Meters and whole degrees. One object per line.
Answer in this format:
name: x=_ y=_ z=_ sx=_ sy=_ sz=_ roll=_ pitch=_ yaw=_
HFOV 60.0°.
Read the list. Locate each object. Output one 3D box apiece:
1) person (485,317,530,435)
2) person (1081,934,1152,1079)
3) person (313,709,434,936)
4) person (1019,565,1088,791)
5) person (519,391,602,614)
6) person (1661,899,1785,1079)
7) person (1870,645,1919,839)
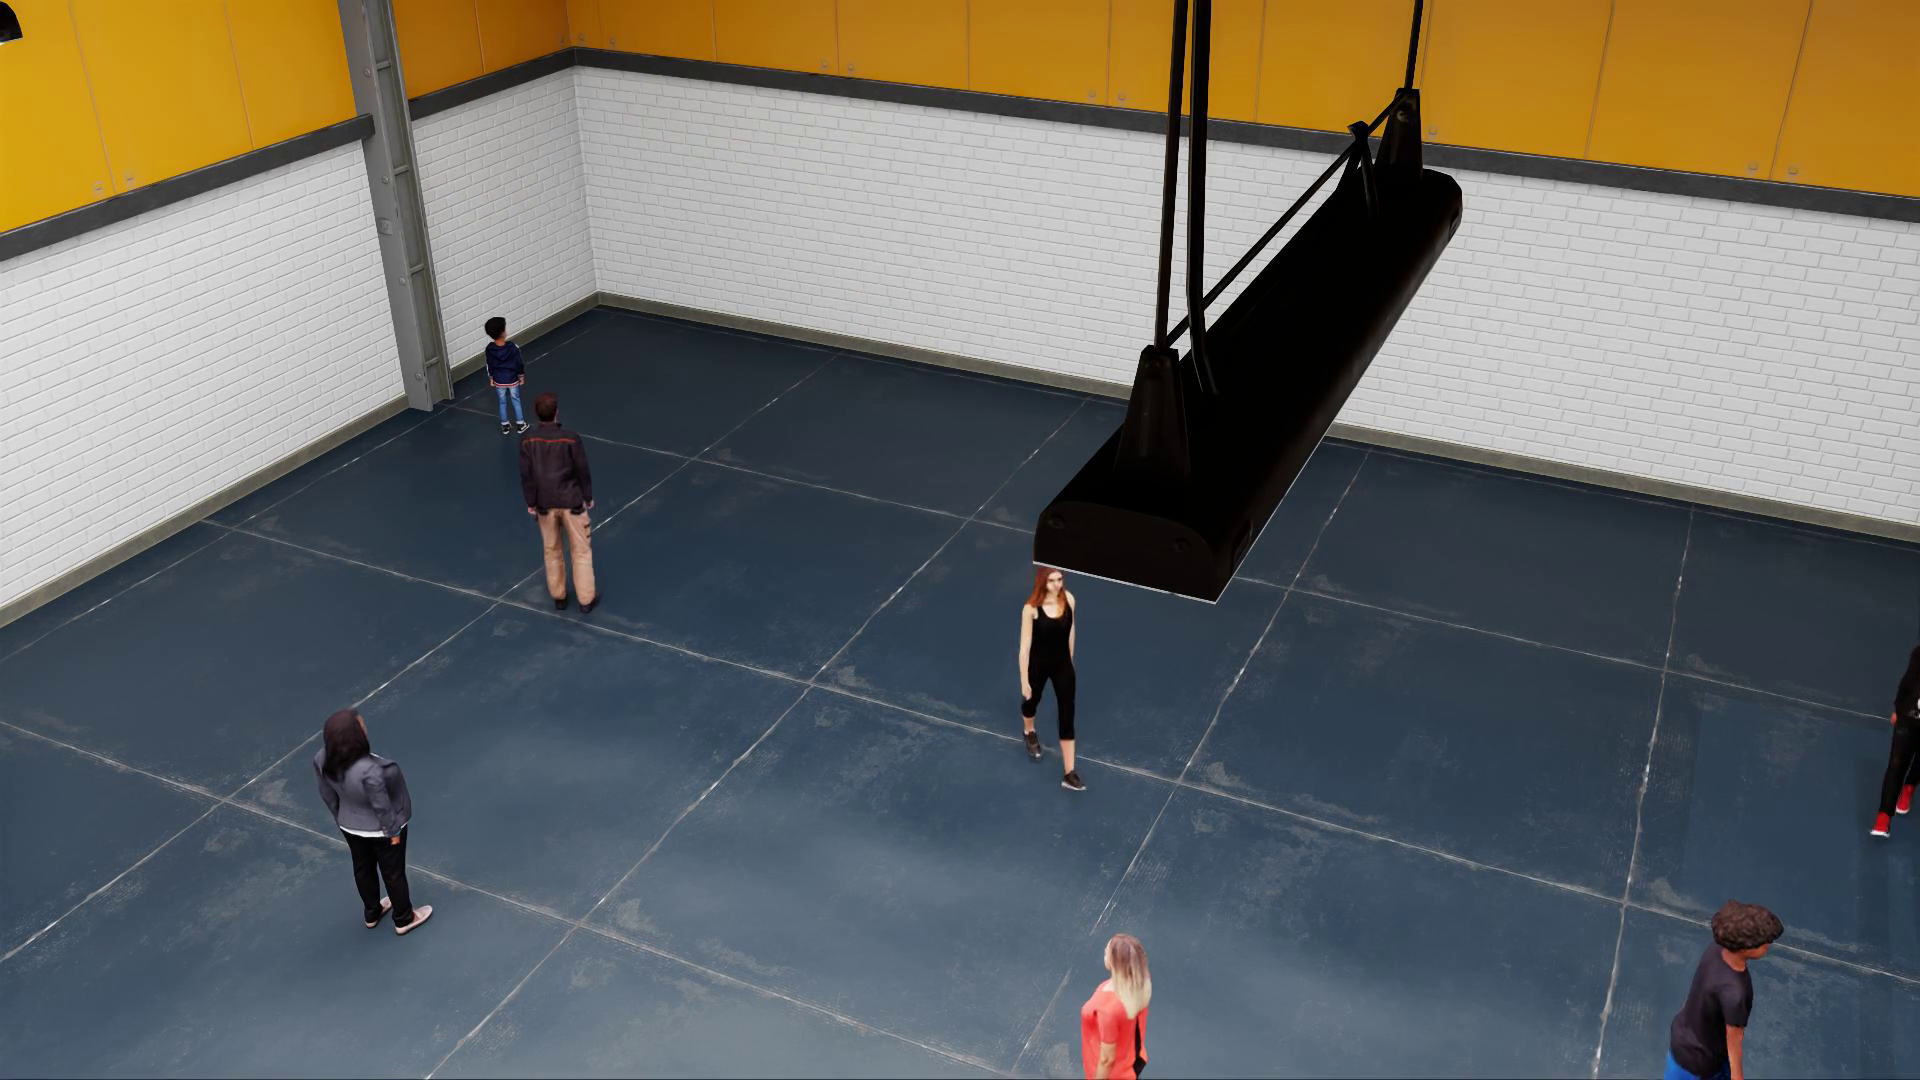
person: x=-4.553 y=-1.648 z=16.642 sx=0.588 sy=1.224 sz=0.608 roll=-2 pitch=29 yaw=-3
person: x=0.787 y=2.640 z=8.292 sx=0.666 sy=1.694 sz=0.484 roll=16 pitch=32 yaw=26
person: x=-3.582 y=1.706 z=10.099 sx=0.658 sy=1.602 sz=0.647 roll=12 pitch=31 yaw=20
person: x=0.577 y=0.856 z=11.574 sx=1.088 sy=1.681 sz=1.166 roll=-9 pitch=30 yaw=-16
person: x=-3.229 y=-0.296 z=13.431 sx=0.810 sy=1.926 sz=0.811 roll=-2 pitch=29 yaw=-4
person: x=3.656 y=2.535 z=8.396 sx=0.725 sy=1.777 sz=0.734 roll=9 pitch=30 yaw=16
person: x=6.432 y=1.173 z=11.040 sx=0.750 sy=1.636 sz=1.130 roll=19 pitch=34 yaw=31
